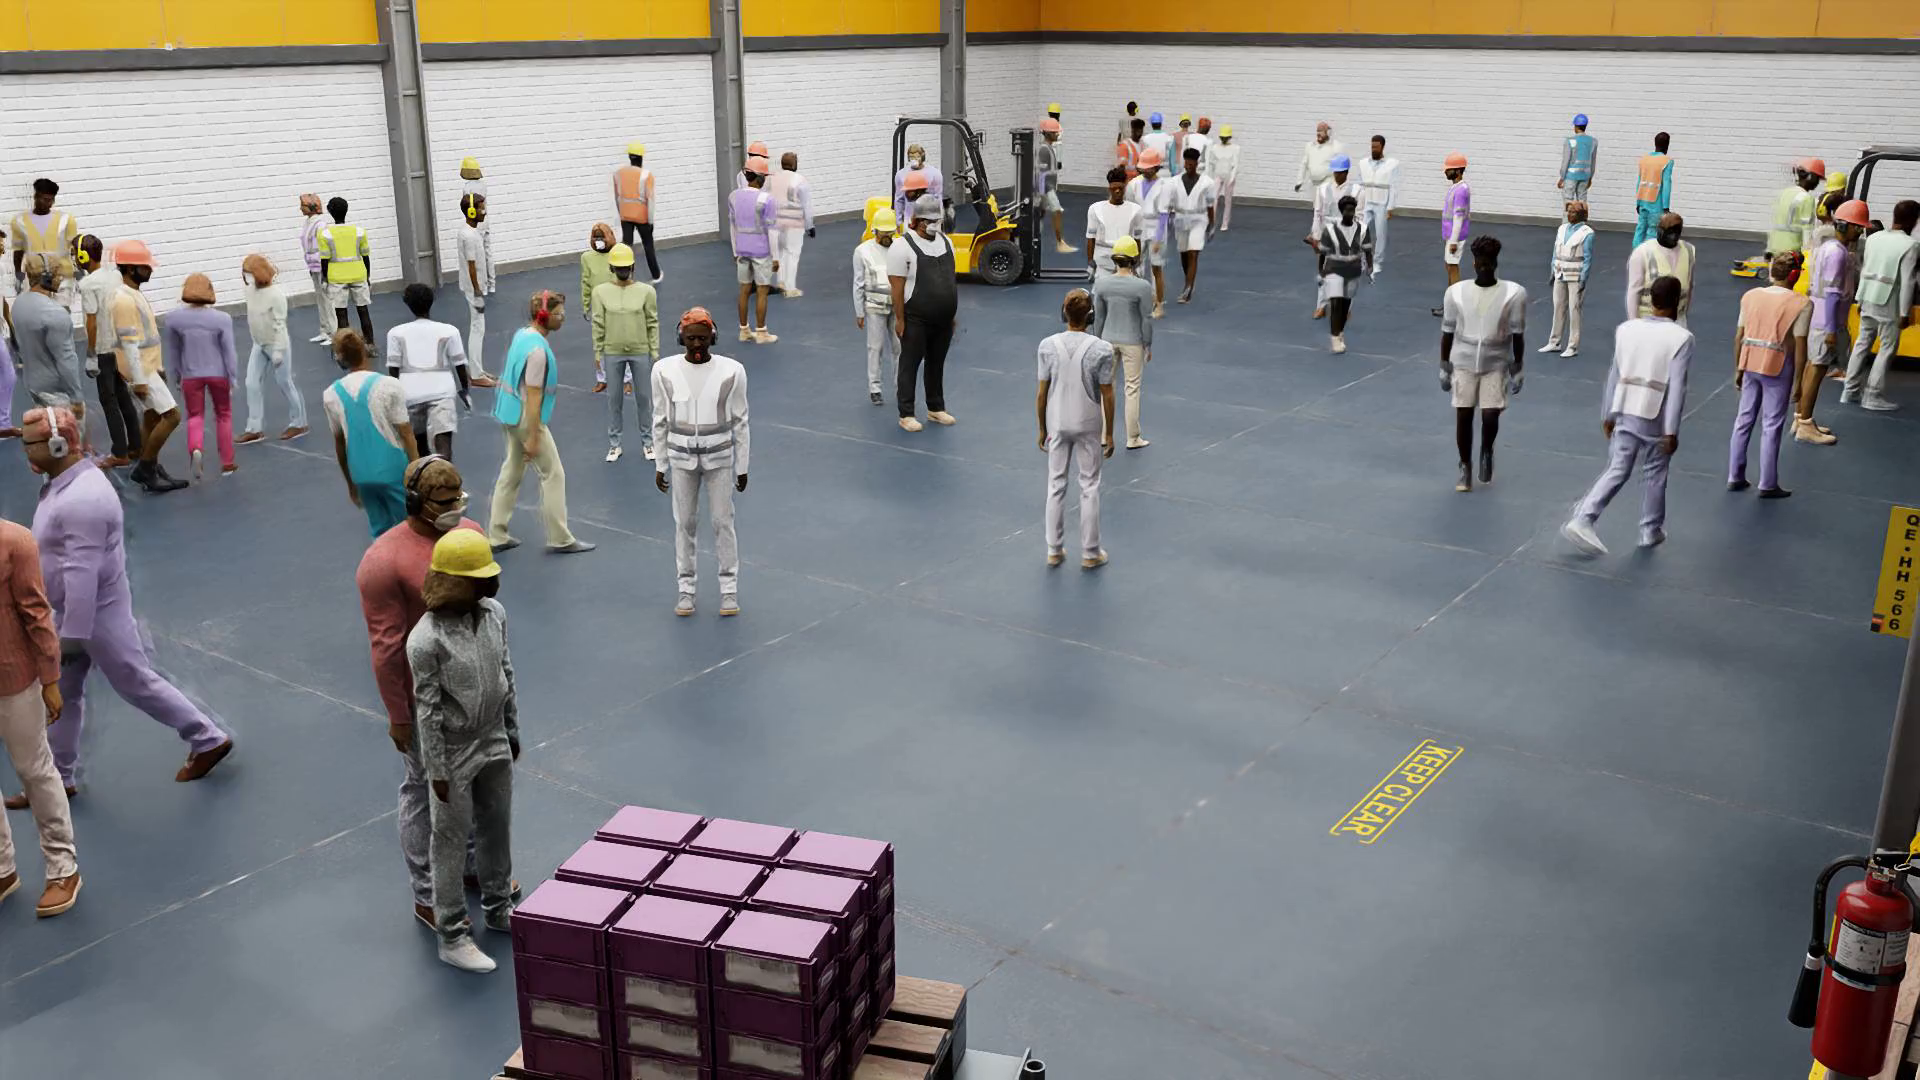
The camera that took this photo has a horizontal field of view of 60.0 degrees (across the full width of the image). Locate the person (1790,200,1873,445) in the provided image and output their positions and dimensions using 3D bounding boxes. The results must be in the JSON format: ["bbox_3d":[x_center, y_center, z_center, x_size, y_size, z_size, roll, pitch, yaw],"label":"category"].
[{"bbox_3d":[7.329,-1.830,13.992,0.392,2.035,0.605,7,19,20],"label":"person"}]

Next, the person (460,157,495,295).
[{"bbox_3d":[-6.208,-4.019,21.311,0.294,1.744,0.484,4,18,12],"label":"person"}]

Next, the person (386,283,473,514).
[{"bbox_3d":[-3.875,-1.045,12.183,0.569,1.632,0.948,-3,18,-9],"label":"person"}]

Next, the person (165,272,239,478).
[{"bbox_3d":[-5.840,-1.246,12.844,0.516,1.613,0.606,-4,18,-11],"label":"person"}]

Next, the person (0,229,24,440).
[{"bbox_3d":[-8.137,-1.680,13.865,0.341,1.832,0.691,3,18,9],"label":"person"}]

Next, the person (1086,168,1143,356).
[{"bbox_3d":[1.619,-2.903,17.456,0.604,1.966,0.367,-2,18,-5],"label":"person"}]

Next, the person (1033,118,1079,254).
[{"bbox_3d":[1.247,-5.283,24.853,1.003,2.008,0.625,2,18,5],"label":"person"}]

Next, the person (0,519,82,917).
[{"bbox_3d":[-3.897,0.565,6.594,0.630,1.980,0.412,-2,18,-7],"label":"person"}]

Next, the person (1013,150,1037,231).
[{"bbox_3d":[1.093,-5.749,26.760,0.584,1.722,0.487,-17,24,-42],"label":"person"}]

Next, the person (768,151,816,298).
[{"bbox_3d":[-2.139,-4.002,21.133,0.634,1.824,0.485,13,22,34],"label":"person"}]

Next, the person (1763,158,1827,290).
[{"bbox_3d":[9.143,-3.160,18.219,0.859,1.983,0.755,0,18,1],"label":"person"}]

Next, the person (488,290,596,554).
[{"bbox_3d":[-2.870,-0.756,11.054,0.697,1.793,0.574,-8,19,-24],"label":"person"}]

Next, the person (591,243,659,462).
[{"bbox_3d":[-2.685,-1.502,13.402,0.533,1.767,0.315,-3,18,-9],"label":"person"}]

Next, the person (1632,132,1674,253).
[{"bbox_3d":[9.658,-4.714,23.218,0.397,1.911,0.587,-7,19,-20],"label":"person"}]

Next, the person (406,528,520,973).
[{"bbox_3d":[-1.828,0.788,6.292,0.320,1.738,0.486,9,20,25],"label":"person"}]

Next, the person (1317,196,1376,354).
[{"bbox_3d":[4.097,-2.795,17.616,0.549,1.655,0.850,-2,18,-8],"label":"person"}]

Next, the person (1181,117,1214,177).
[{"bbox_3d":[3.921,-6.093,27.663,0.592,1.833,0.824,8,19,22],"label":"person"}]

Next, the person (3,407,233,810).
[{"bbox_3d":[-3.938,0.297,7.619,0.960,1.870,0.642,-13,22,-36],"label":"person"}]

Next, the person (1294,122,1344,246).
[{"bbox_3d":[5.529,-5.515,25.799,0.956,1.864,0.653,-15,23,-40],"label":"person"}]

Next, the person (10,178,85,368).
[{"bbox_3d":[-9.245,-2.691,16.847,0.718,1.934,0.398,-7,19,-21],"label":"person"}]

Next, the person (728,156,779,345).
[{"bbox_3d":[-2.218,-3.143,18.110,0.613,2.033,0.410,10,20,29],"label":"person"}]

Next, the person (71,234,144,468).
[{"bbox_3d":[-6.818,-1.502,13.263,0.344,1.857,0.525,0,18,1],"label":"person"}]

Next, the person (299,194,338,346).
[{"bbox_3d":[-6.965,-2.942,18.104,0.315,1.641,0.515,-13,22,-35],"label":"person"}]

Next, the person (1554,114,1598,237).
[{"bbox_3d":[9.830,-5.798,26.544,0.618,1.944,0.400,-4,18,-14],"label":"person"}]

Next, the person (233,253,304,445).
[{"bbox_3d":[-5.836,-1.579,13.884,0.518,1.599,0.733,10,20,28],"label":"person"}]

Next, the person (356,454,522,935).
[{"bbox_3d":[-2.035,0.596,6.566,0.371,1.935,0.627,8,19,24],"label":"person"}]

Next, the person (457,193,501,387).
[{"bbox_3d":[-4.674,-2.410,16.092,0.324,1.862,0.511,-5,19,-16],"label":"person"}]

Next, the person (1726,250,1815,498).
[{"bbox_3d":[6.044,-1.231,12.441,0.417,1.845,0.570,-10,20,-29],"label":"person"}]

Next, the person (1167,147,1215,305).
[{"bbox_3d":[2.885,-3.969,20.901,0.606,1.911,1.035,7,19,22],"label":"person"}]

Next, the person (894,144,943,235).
[{"bbox_3d":[-0.526,-4.043,21.090,0.635,1.929,0.374,4,18,13],"label":"person"}]

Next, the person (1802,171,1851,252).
[{"bbox_3d":[9.793,-3.238,18.770,0.603,1.821,0.432,2,18,8],"label":"person"}]
